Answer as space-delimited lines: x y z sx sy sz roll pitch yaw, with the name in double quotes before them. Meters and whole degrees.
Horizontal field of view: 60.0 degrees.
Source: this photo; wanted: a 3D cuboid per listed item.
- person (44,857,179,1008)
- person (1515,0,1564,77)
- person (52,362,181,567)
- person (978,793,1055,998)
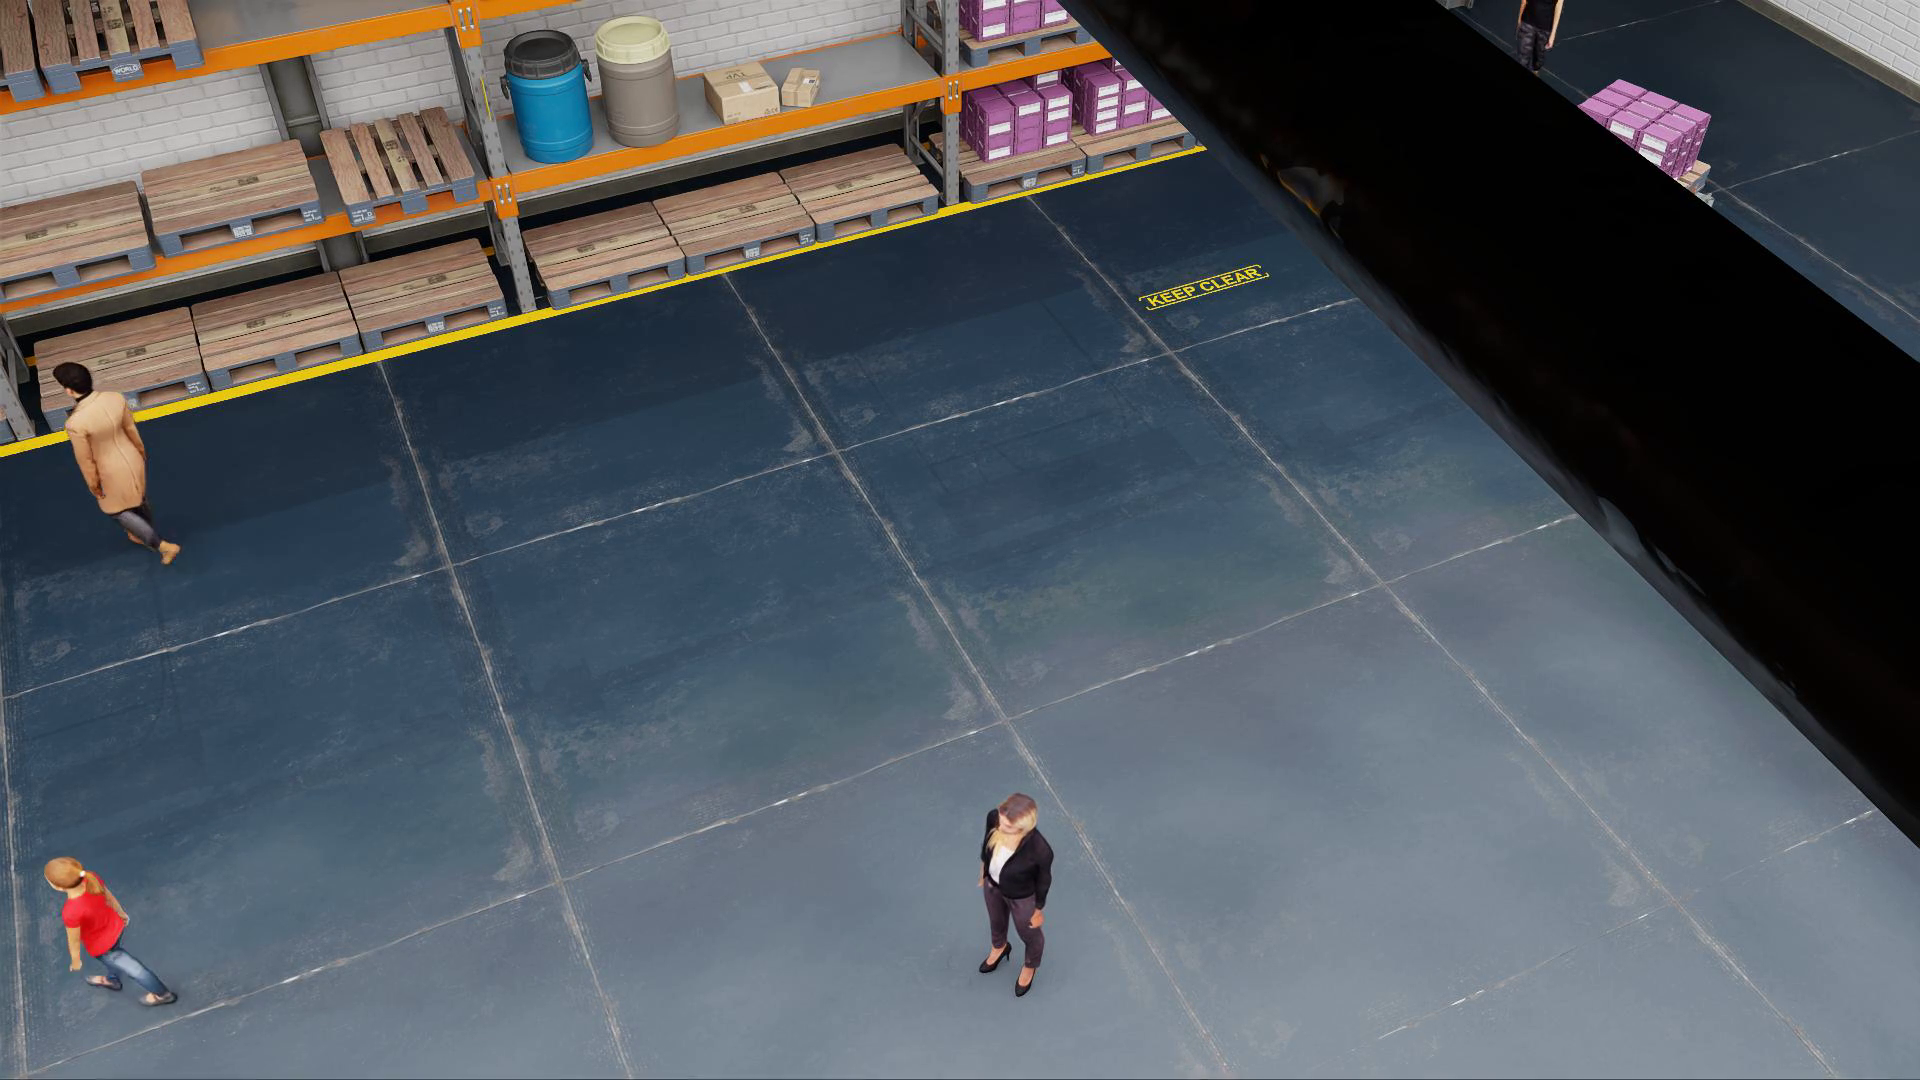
"person" -4.560 2.148 9.010 0.838 1.296 0.692 0 44 0
"person" 5.652 -4.998 16.217 0.975 1.701 1.085 18 47 18
"person" -5.794 -0.496 11.482 1.004 1.715 0.970 19 47 18
"person" 0.299 1.899 9.003 0.671 1.666 0.661 31 52 28
